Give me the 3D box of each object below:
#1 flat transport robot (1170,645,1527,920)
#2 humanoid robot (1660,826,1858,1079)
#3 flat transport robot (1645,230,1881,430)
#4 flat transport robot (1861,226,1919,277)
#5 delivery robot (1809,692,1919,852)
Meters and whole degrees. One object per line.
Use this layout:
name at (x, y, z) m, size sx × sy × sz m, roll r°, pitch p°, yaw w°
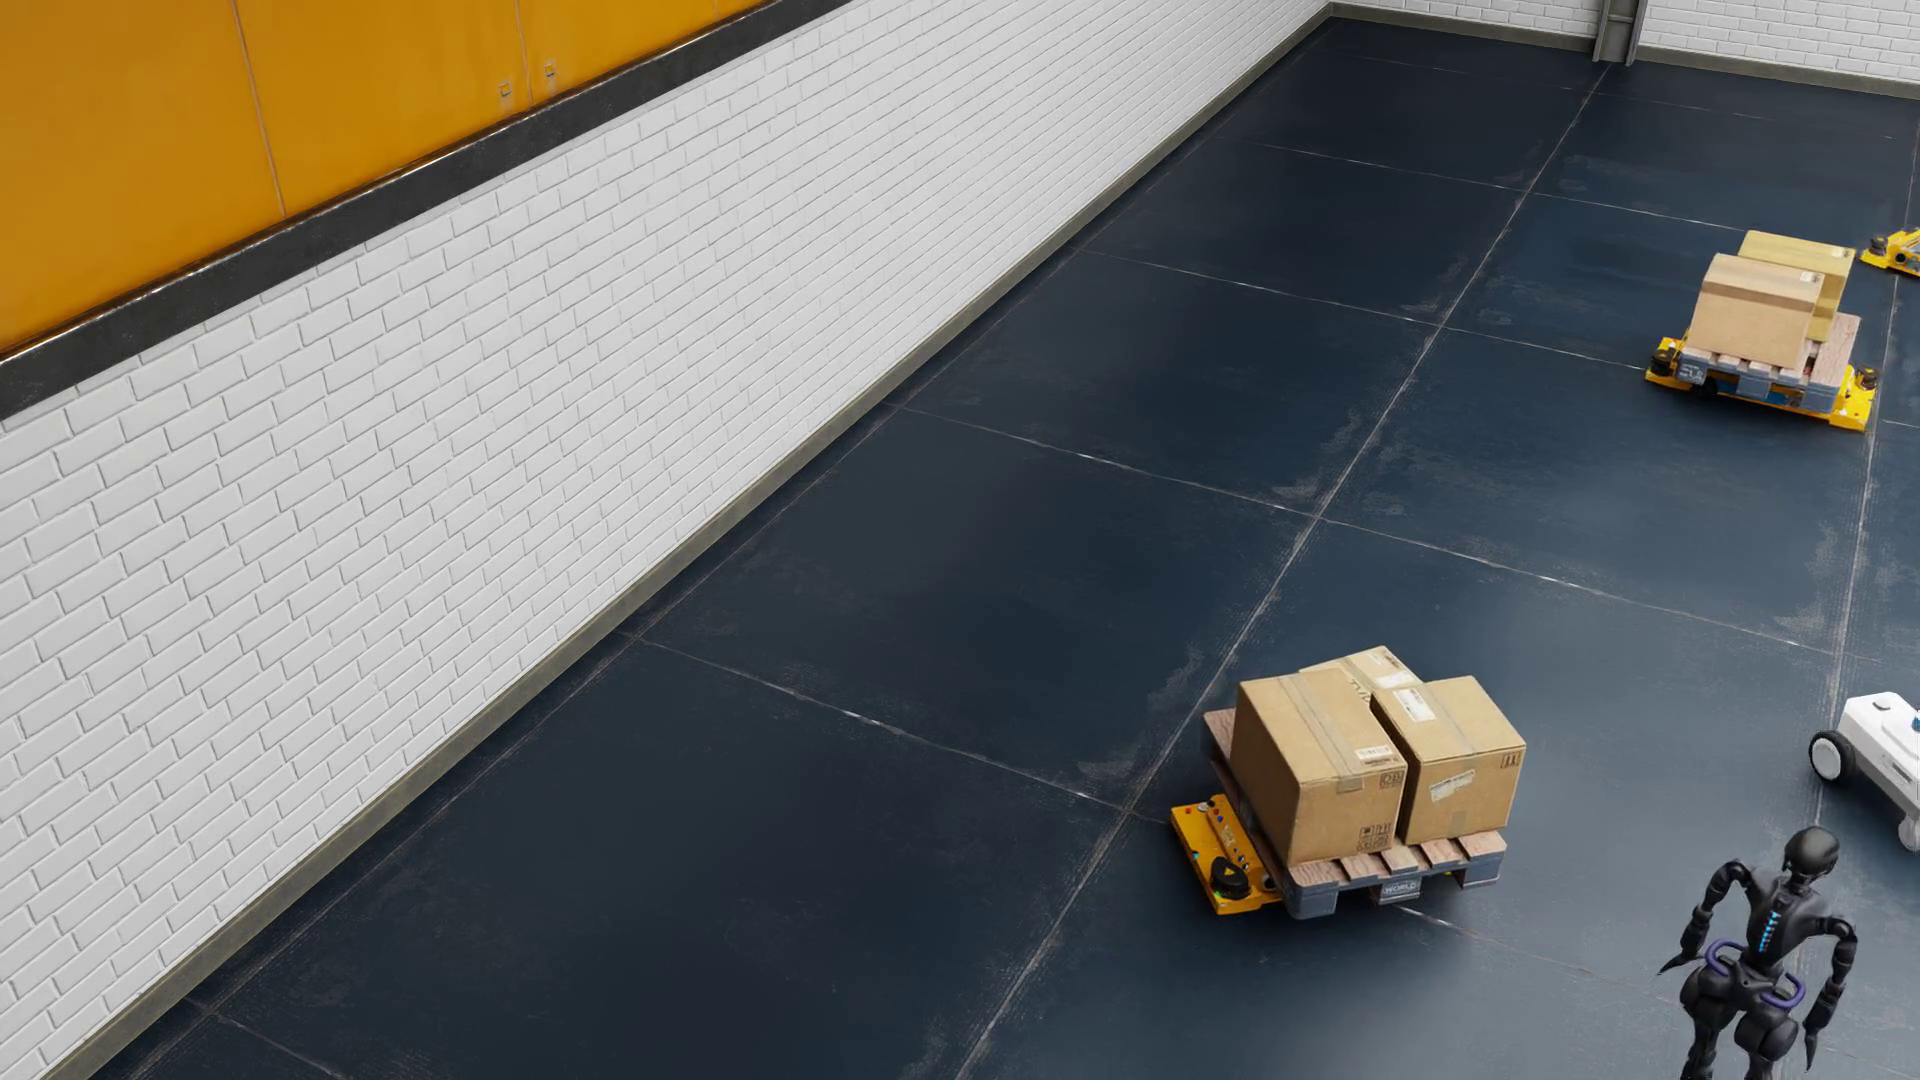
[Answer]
flat transport robot at (1.789, 1.378, 7.927) m, size 1.431 × 0.231 × 0.659 m, roll -8°, pitch 35°, yaw -11°
humanoid robot at (2.883, 1.709, 6.179) m, size 0.439 × 1.648 × 0.603 m, roll -28°, pitch 43°, yaw -35°
flat transport robot at (5.636, -1.154, 11.694) m, size 1.431 × 0.231 × 0.659 m, roll 18°, pitch 38°, yaw 25°
flat transport robot at (8.014, -2.148, 13.174) m, size 0.659 × 0.231 × 1.431 m, roll -25°, pitch 41°, yaw -32°
delivery robot at (4.612, 1.079, 8.109) m, size 0.499 × 0.586 × 0.773 m, roll -8°, pitch 35°, yaw -11°
